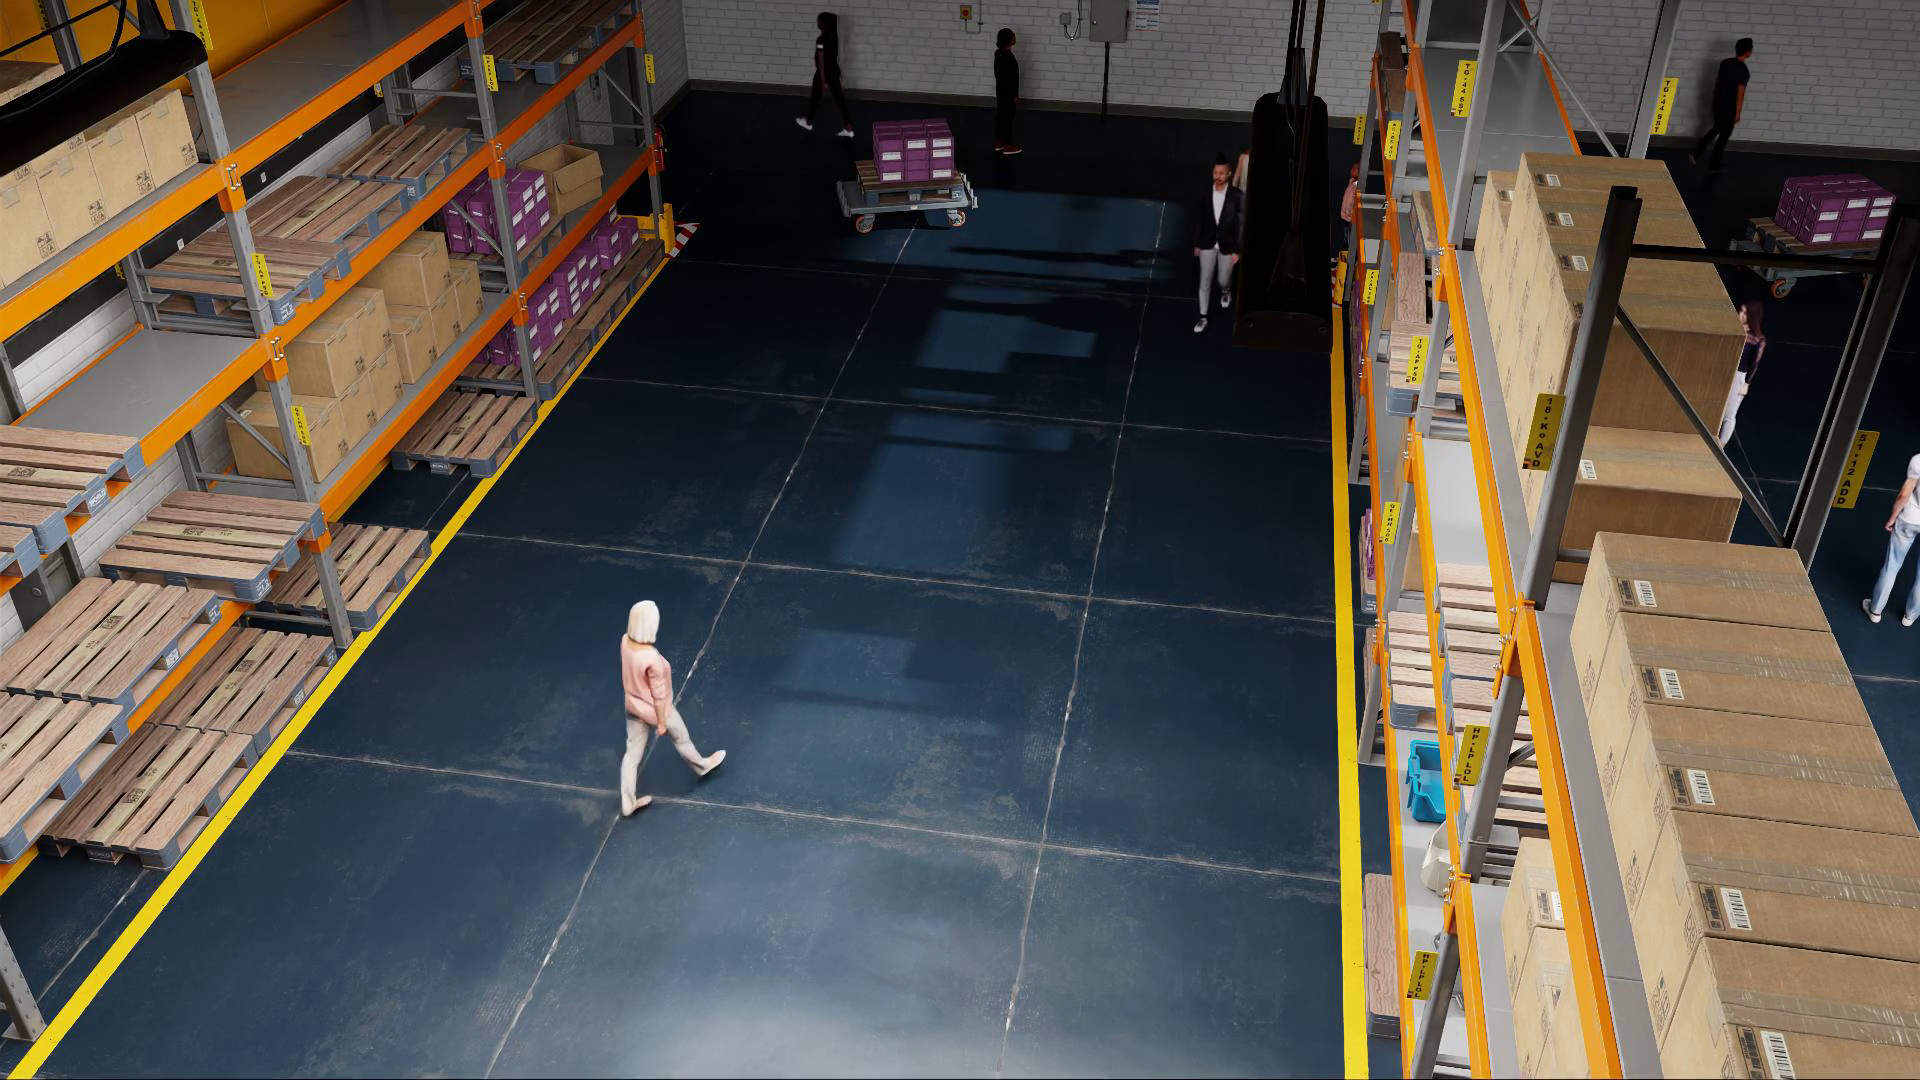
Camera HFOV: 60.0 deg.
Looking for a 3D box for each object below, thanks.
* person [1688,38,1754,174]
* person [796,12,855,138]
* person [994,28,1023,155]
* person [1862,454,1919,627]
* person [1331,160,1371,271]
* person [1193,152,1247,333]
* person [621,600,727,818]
[{"bbox_3d":[9.875,-5.621,21.591,0.937,1.778,0.910,-12,36,-18],"label":"person"},{"bbox_3d":[-1.732,-6.299,22.700,0.992,1.679,1.203,19,38,26],"label":"person"},{"bbox_3d":[0.620,-6.020,22.284,0.741,1.675,0.681,-21,39,-28],"label":"person"},{"bbox_3d":[7.686,-0.134,13.271,0.689,1.851,0.605,12,35,17],"label":"person"},{"bbox_3d":[4.542,-3.762,19.220,0.601,1.307,0.488,-1,34,-2],"label":"person"},{"bbox_3d":[2.800,-3.219,17.839,0.836,1.930,1.083,13,36,19],"label":"person"},{"bbox_3d":[-2.207,1.192,11.430,1.002,1.679,1.176,27,42,35],"label":"person"}]
